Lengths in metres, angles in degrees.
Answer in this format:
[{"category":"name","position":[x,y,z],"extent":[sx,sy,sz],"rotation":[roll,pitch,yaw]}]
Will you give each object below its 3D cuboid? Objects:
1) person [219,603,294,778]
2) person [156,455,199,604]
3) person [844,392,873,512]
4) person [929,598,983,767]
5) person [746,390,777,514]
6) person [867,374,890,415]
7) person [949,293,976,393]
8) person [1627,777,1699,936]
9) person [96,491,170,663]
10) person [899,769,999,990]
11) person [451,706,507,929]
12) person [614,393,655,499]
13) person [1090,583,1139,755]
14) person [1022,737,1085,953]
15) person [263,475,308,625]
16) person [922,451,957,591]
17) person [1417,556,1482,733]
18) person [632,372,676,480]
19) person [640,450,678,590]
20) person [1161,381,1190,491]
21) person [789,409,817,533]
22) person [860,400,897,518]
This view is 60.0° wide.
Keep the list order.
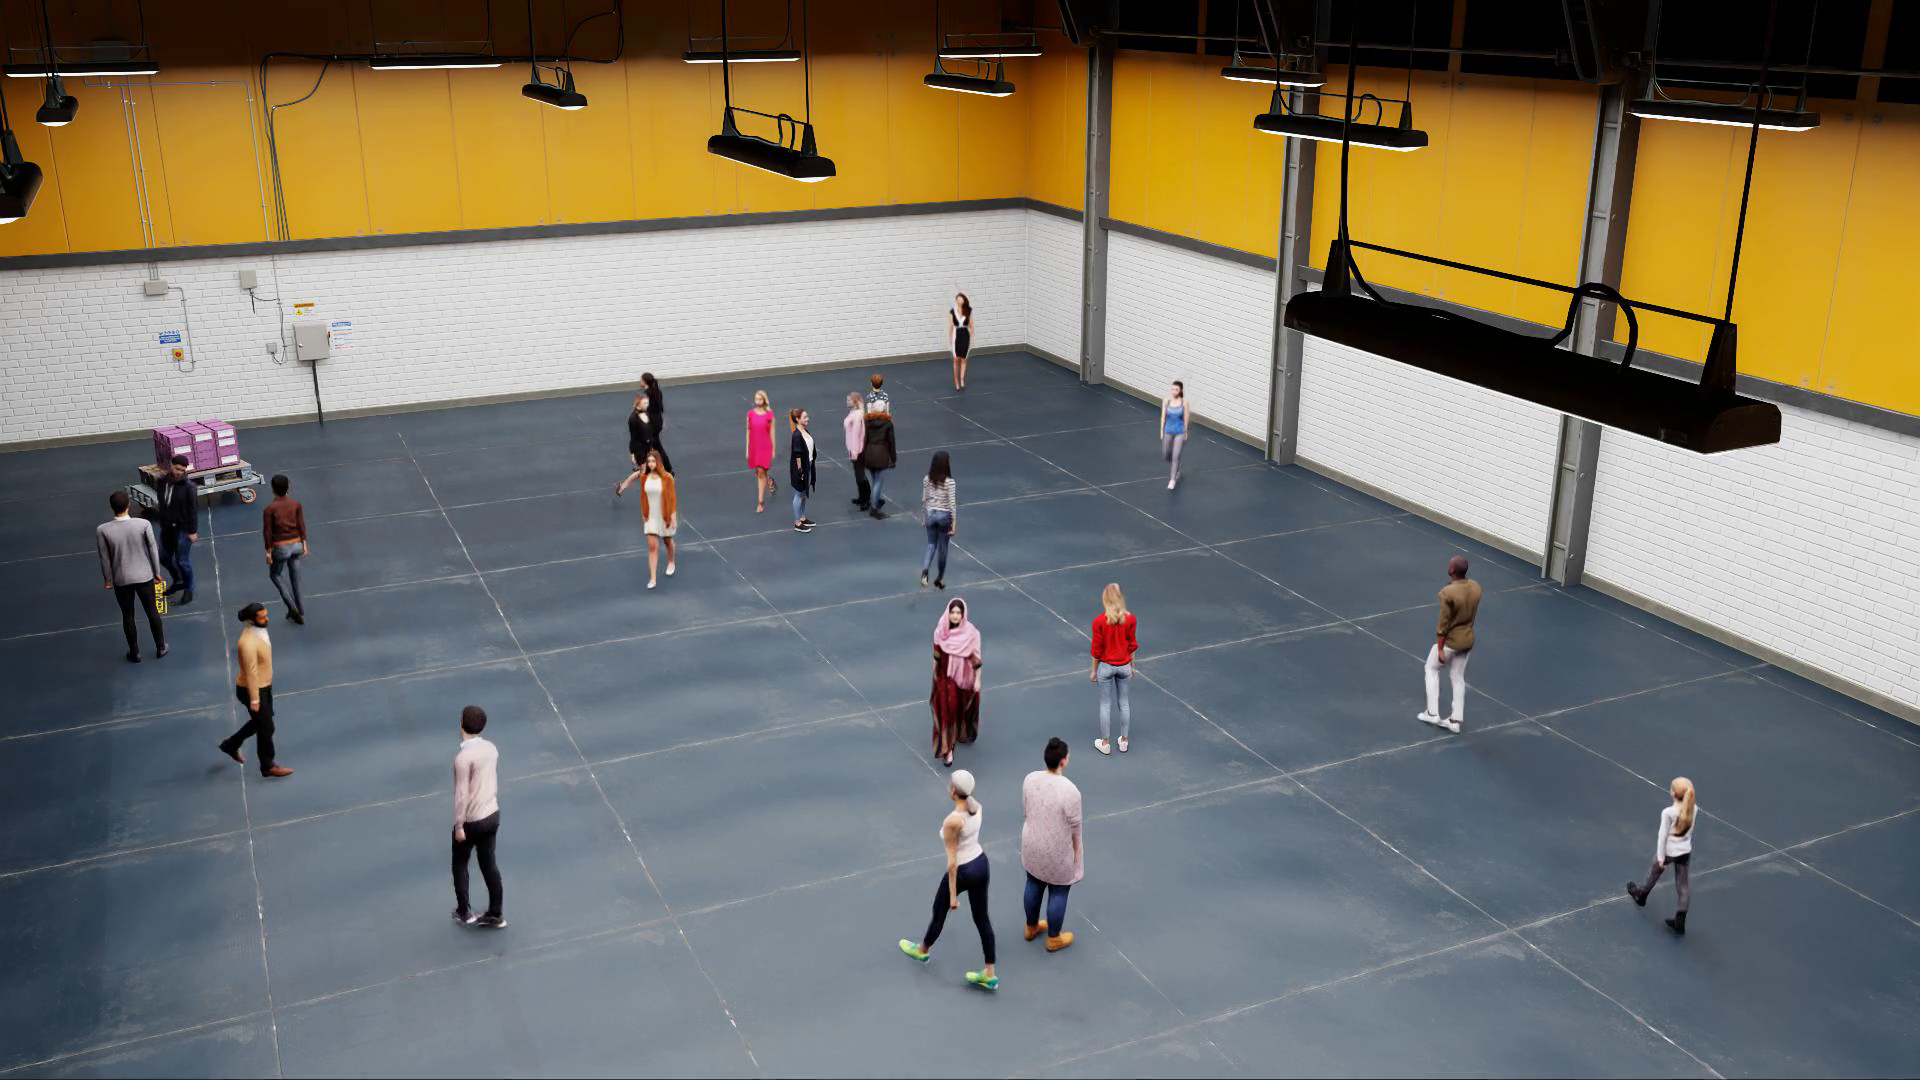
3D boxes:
[{"category":"person","position":[-6.605,1.402,15.445],"extent":[0.890,1.729,0.947],"rotation":[-4,19,-11]},{"category":"person","position":[-9.329,-0.132,19.833],"extent":[0.900,1.834,0.924],"rotation":[9,21,26]},{"category":"person","position":[-1.428,-1.274,23.461],"extent":[0.814,1.683,0.649],"rotation":[0,19,0]},{"category":"person","position":[-0.019,1.296,15.957],"extent":[1.018,1.602,1.196],"rotation":[2,19,6]},{"category":"person","position":[-2.782,-1.287,23.467],"extent":[0.967,1.704,1.061],"rotation":[5,19,14]},{"category":"person","position":[-1.267,-1.844,25.537],"extent":[0.526,1.439,0.501],"rotation":[-10,21,-28]},{"category":"person","position":[0.032,-3.619,30.277],"extent":[0.775,1.777,0.932],"rotation":[-2,19,-6]},{"category":"person","position":[5.622,2.479,12.991],"extent":[0.659,1.252,0.917],"rotation":[-2,19,-7]},{"category":"person","position":[-9.030,0.392,18.139],"extent":[0.728,1.923,0.616],"rotation":[-9,21,-25]},{"category":"person","position":[0.126,2.522,12.216],"extent":[1.169,1.667,0.939],"rotation":[14,23,35]},{"category":"person","position":[-3.755,2.204,13.003],"extent":[0.916,1.767,0.871],"rotation":[4,19,13]},{"category":"person","position":[-4.487,-1.203,23.178],"extent":[1.157,1.729,1.039],"rotation":[8,20,21]},{"category":"person","position":[1.473,1.232,15.986],"extent":[0.659,1.705,0.567],"rotation":[-4,19,-13]},{"category":"person","position":[0.680,2.312,12.718],"extent":[0.720,1.744,0.839],"rotation":[15,24,38]},{"category":"person","position":[-7.705,0.140,19.131],"extent":[0.758,1.767,0.771],"rotation":[17,25,40]},{"category":"person","position":[-0.299,-0.180,20.065],"extent":[0.883,1.777,0.925],"rotation":[9,20,24]},{"category":"person","position":[4.914,1.048,16.373],"extent":[0.722,1.807,0.689],"rotation":[-8,20,-22]},{"category":"person","position":[-4.492,-1.638,24.658],"extent":[1.150,1.609,1.025],"rotation":[9,21,24]},{"category":"person","position":[-3.692,-0.299,20.576],"extent":[0.981,1.677,1.188],"rotation":[2,19,5]},{"category":"person","position":[3.182,-1.563,24.459],"extent":[0.909,1.594,0.948],"rotation":[8,20,21]},{"category":"person","position":[-2.152,-0.961,22.538],"extent":[0.777,1.680,0.697],"rotation":[5,19,14]},{"category":"person","position":[-1.171,-1.111,23.109],"extent":[0.962,1.600,1.012],"rotation":[8,20,22]}]
